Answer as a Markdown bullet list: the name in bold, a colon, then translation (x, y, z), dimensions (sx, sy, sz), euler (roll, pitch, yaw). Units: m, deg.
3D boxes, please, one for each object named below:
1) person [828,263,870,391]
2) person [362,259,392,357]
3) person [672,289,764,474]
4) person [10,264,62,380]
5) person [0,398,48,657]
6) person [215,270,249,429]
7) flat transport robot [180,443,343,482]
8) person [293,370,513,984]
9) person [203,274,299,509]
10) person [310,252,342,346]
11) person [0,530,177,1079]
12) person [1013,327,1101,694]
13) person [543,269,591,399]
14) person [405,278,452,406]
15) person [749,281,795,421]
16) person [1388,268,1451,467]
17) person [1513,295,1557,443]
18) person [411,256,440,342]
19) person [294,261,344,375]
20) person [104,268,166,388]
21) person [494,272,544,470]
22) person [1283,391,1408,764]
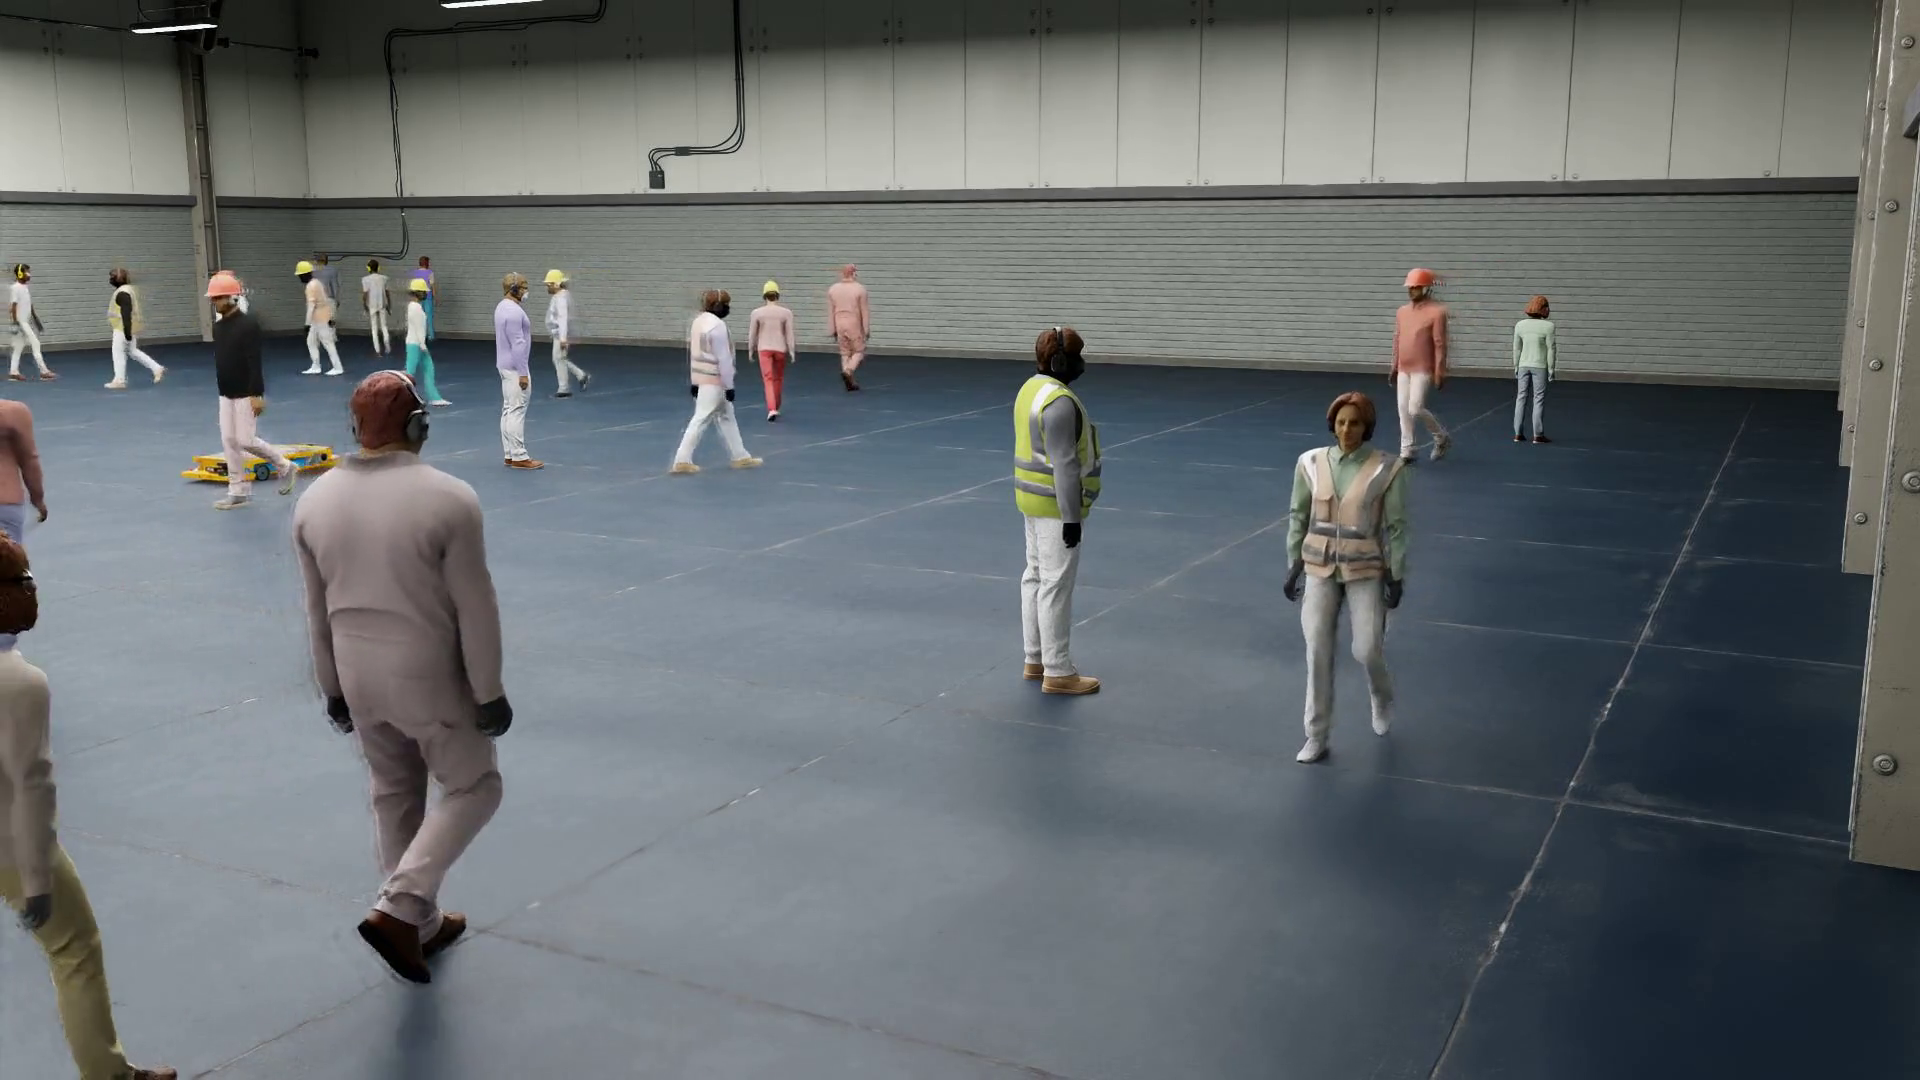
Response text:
- **person**: translation (-1.623, -3.112, 24.406), dimensions (0.665, 1.891, 0.538), euler (5, 12, 26)
- **person**: translation (-11.031, -4.389, 31.506), dimensions (0.548, 1.849, 0.460), euler (-7, 13, -34)
- **person**: translation (-2.396, -1.537, 16.144), dimensions (0.976, 1.787, 0.633), euler (-5, 11, -25)
- **person**: translation (-14.742, -3.452, 26.420), dimensions (0.879, 1.832, 0.531), euler (-3, 11, -17)
- **person**: translation (-5.197, -0.193, 8.899), dimensions (0.531, 1.753, 0.463), euler (-3, 11, -18)
- **person**: translation (-8.629, -2.248, 19.731), dimensions (0.343, 1.882, 0.585), euler (1, 10, 6)
- **flat transport robot**: translation (-6.661, -0.755, 15.990), dimensions (0.652, 0.197, 1.431), euler (5, 12, 28)
- **person**: translation (-1.706, 0.429, 5.092), dimensions (0.665, 1.890, 0.592), euler (3, 11, 18)
- **person**: translation (-6.042, -1.256, 14.074), dimensions (0.625, 1.975, 0.632), euler (6, 12, 31)
- **person**: translation (-13.208, -5.002, 34.600), dimensions (0.630, 1.940, 0.373), euler (1, 10, 4)
- **person**: translation (-2.387, 0.765, 4.055), dimensions (0.498, 1.602, 0.809), euler (4, 11, 21)
- **person**: translation (0.495, -0.153, 8.423), dimensions (0.429, 1.844, 0.623), euler (-3, 11, -14)
- **person**: translation (-5.541, -2.882, 23.339), dimensions (0.560, 1.820, 0.619), euler (-2, 11, -13)
- **person**: translation (-7.327, -2.635, 22.268), dimensions (0.823, 1.730, 0.535), euler (-2, 11, -13)
- **person**: translation (-2.351, -2.364, 20.794), dimensions (0.550, 1.725, 0.898), euler (-3, 11, -15)
- **person**: translation (4.552, -1.697, 16.468), dimensions (0.532, 1.978, 0.620), euler (-5, 12, -27)
- **person**: translation (6.383, -1.893, 18.477), dimensions (0.279, 1.633, 0.504), euler (-9, 14, -41)
- **person**: translation (-11.560, -5.193, 35.902), dimensions (0.570, 1.840, 0.375), euler (4, 11, 18)
- **person**: translation (-10.528, -3.618, 27.235), dimensions (0.761, 1.863, 0.607), euler (-3, 11, -18)
- **person**: translation (-12.574, -3.216, 25.205), dimensions (0.783, 1.819, 0.630), euler (-3, 11, -18)
- **person**: translation (-4.368, -1.659, 16.373), dimensions (0.372, 1.939, 0.631), euler (-5, 12, -27)
- **person**: translation (1.701, 0.153, 7.341), dimensions (0.534, 1.627, 0.565), euler (6, 12, 30)
